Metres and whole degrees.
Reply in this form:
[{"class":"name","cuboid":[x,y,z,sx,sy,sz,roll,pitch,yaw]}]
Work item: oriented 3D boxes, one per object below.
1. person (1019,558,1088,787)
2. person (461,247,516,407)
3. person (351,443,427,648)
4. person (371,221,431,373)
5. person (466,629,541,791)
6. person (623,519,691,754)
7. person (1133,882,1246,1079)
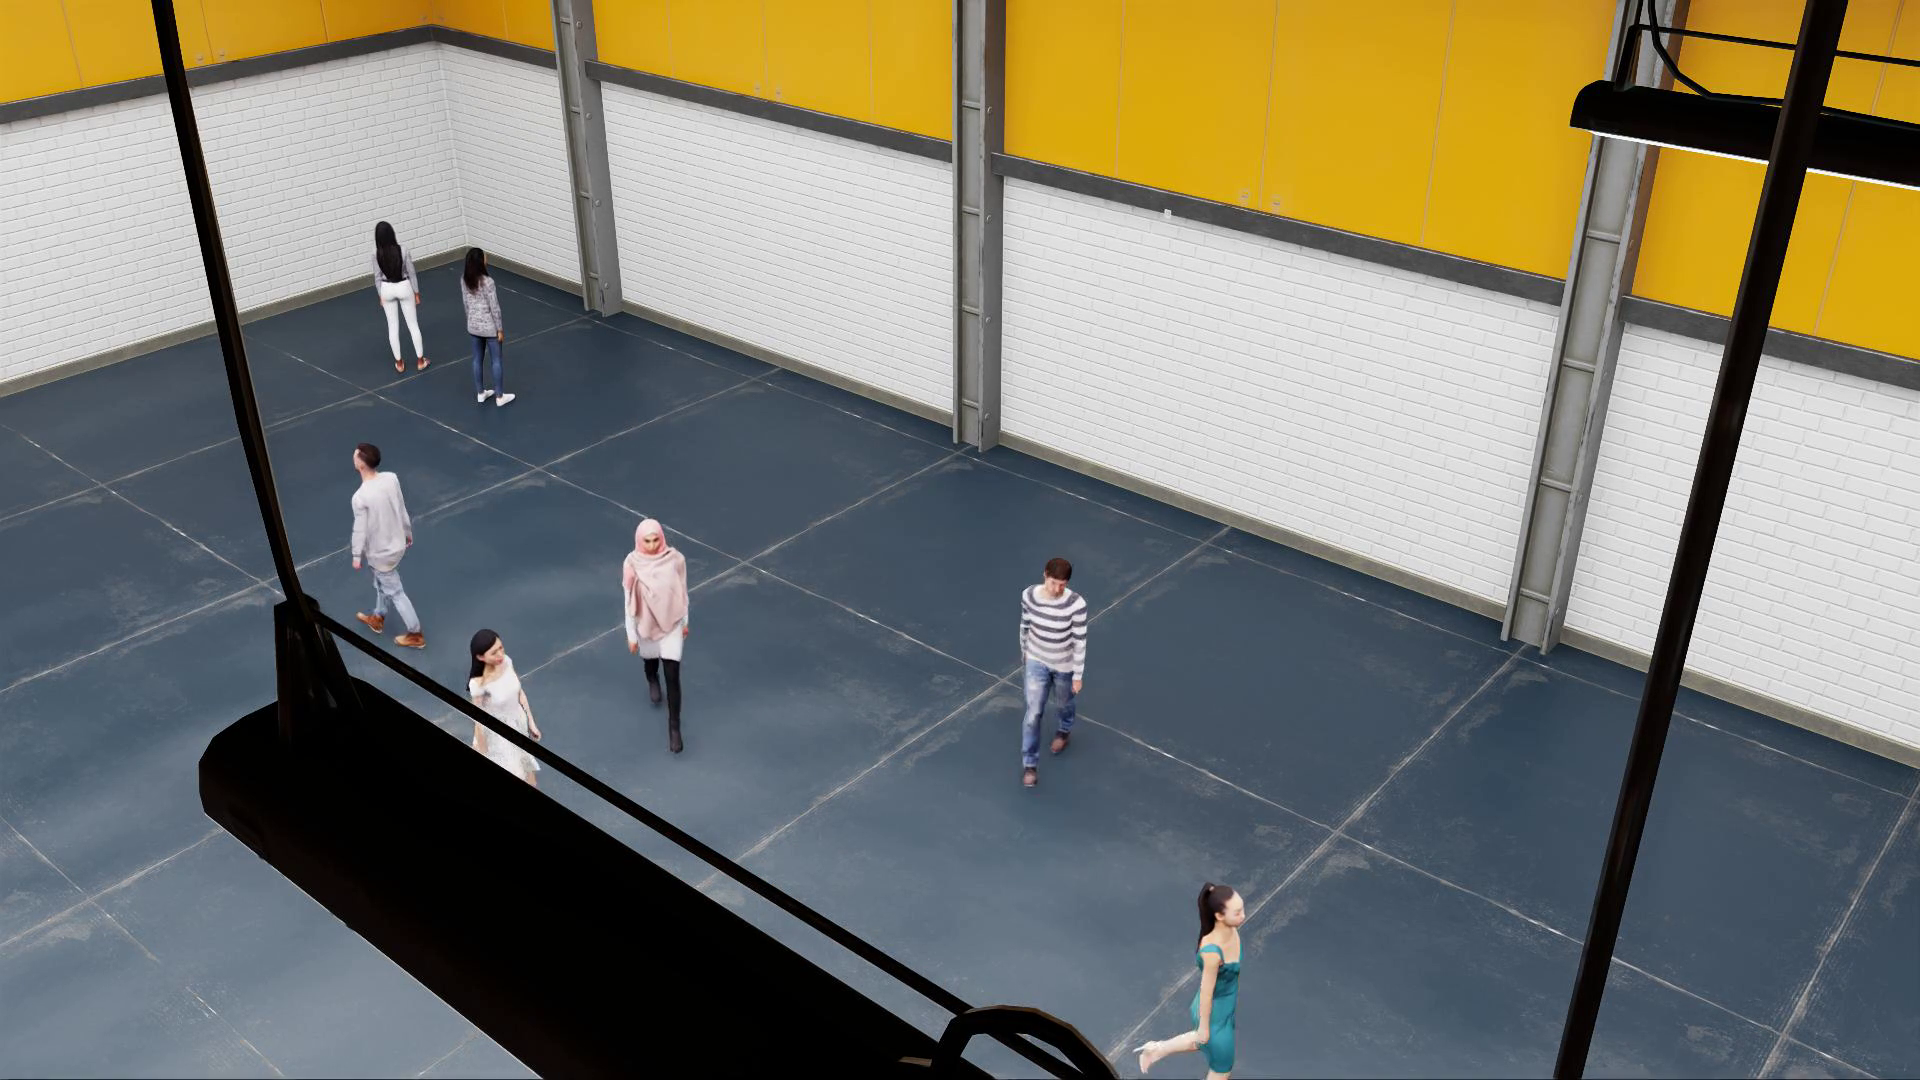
[{"class":"person","cuboid":[0.679,0.834,12.013,1.136,1.800,1.020,11,30,19]},{"class":"person","cuboid":[-5.104,-2.292,17.815,0.552,1.732,0.714,12,31,21]},{"class":"person","cuboid":[-4.557,0.077,13.382,1.071,1.819,0.920,8,30,15]},{"class":"person","cuboid":[-6.307,-2.741,18.648,0.665,1.723,0.700,-5,29,-10]},{"class":"person","cuboid":[-3.125,1.345,11.141,1.225,1.738,0.927,7,29,13]},{"class":"person","cuboid":[-2.275,0.631,12.423,1.074,1.764,1.262,-7,29,-13]},{"class":"person","cuboid":[1.307,2.533,9.035,0.930,1.669,0.677,15,32,25]}]
